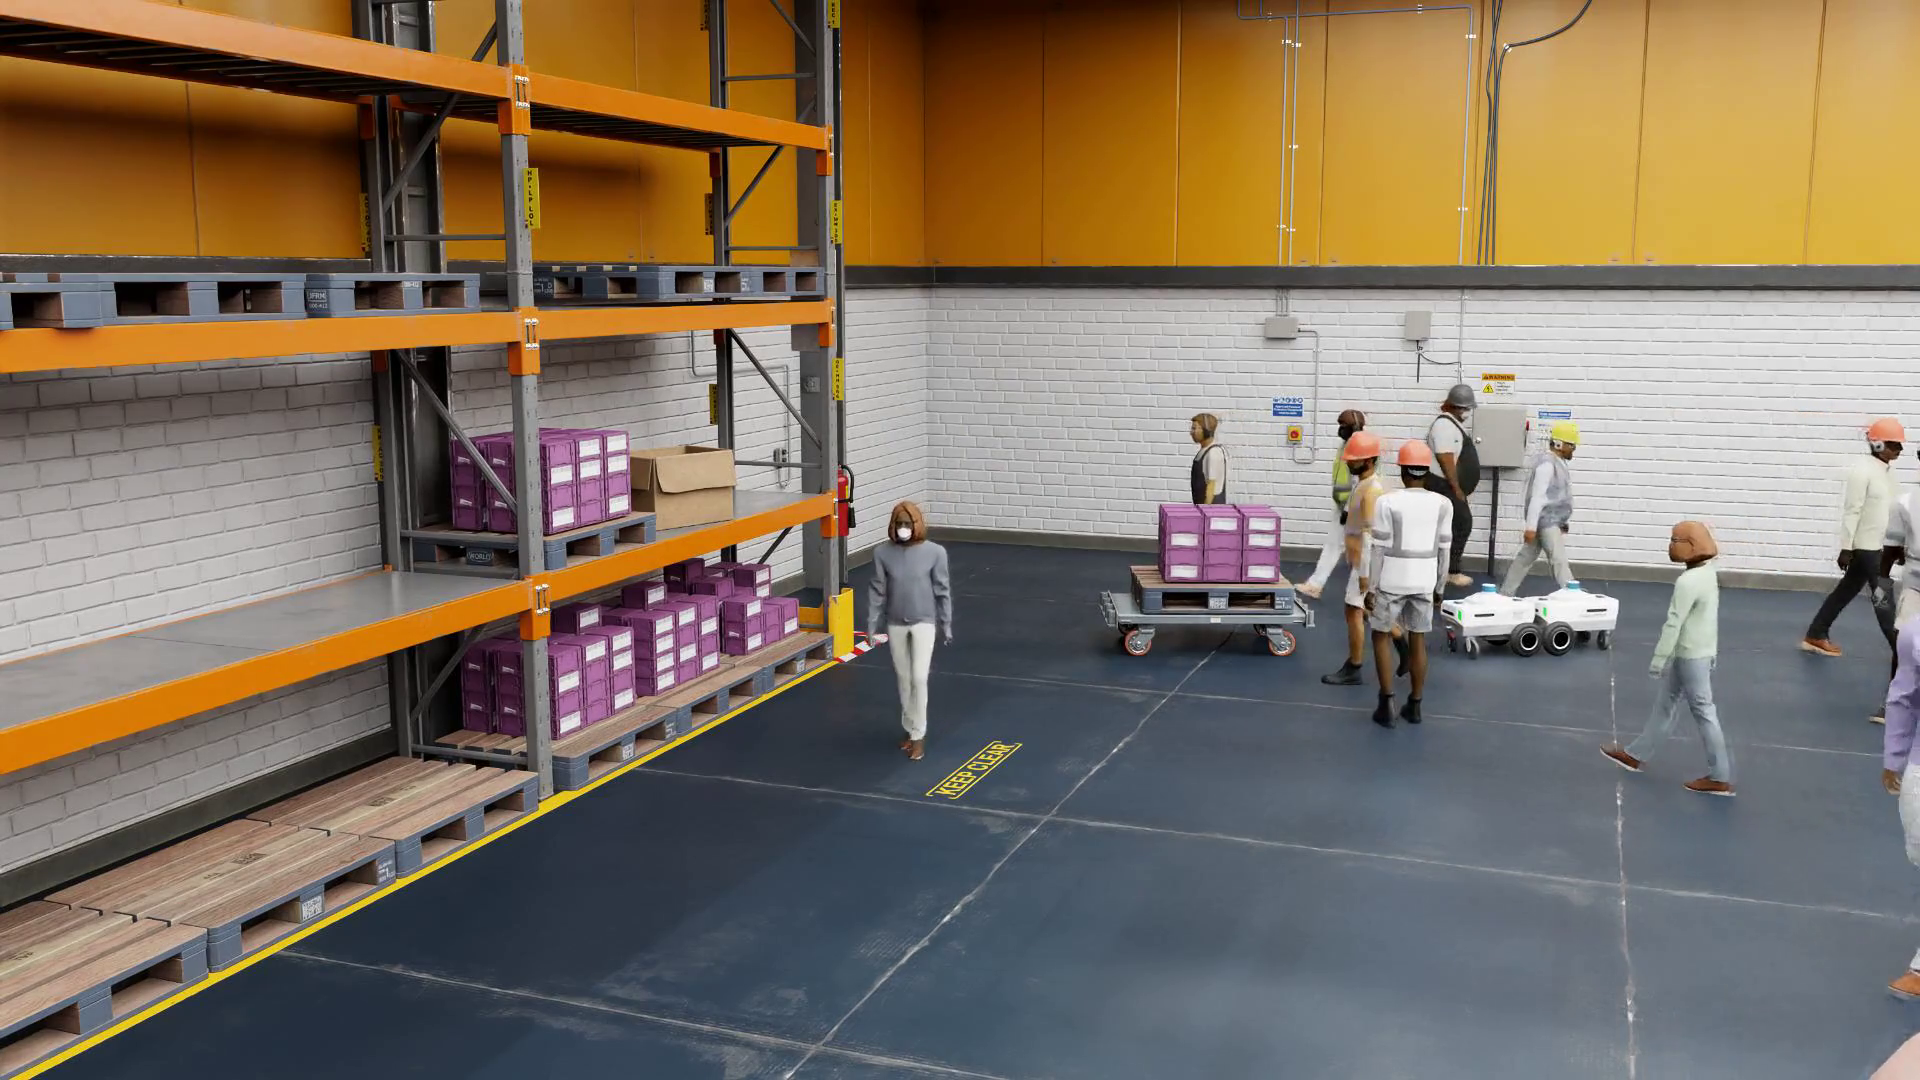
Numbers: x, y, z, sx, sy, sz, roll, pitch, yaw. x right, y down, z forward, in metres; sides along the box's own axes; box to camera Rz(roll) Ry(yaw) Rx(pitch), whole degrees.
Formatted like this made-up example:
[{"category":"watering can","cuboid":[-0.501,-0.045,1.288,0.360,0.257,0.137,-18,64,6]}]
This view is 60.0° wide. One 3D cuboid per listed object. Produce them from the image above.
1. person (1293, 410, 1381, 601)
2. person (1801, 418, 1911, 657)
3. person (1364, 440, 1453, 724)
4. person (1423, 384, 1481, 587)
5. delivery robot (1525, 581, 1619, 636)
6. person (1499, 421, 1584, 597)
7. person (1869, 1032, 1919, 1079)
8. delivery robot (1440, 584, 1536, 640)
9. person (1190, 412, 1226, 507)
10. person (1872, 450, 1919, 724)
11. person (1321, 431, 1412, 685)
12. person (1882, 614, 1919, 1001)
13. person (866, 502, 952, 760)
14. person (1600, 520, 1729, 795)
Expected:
[{"category":"person","cuboid":[3.577,-0.304,15.388,0.930,1.792,0.619,-2,9,-15]},{"category":"person","cuboid":[7.124,0.015,12.952,0.640,1.938,1.052,-8,12,-41]},{"category":"person","cuboid":[3.015,0.291,11.224,0.581,1.928,0.405,-1,9,-8]},{"category":"person","cuboid":[4.778,-0.551,16.177,0.641,2.000,0.705,4,10,24]},{"category":"delivery robot","cuboid":[4.955,0.573,13.478,0.707,0.478,0.477,-2,9,-12]},{"category":"person","cuboid":[5.222,-0.176,14.690,0.970,1.765,0.658,4,10,26]},{"category":"person","cuboid":[2.027,1.596,3.179,0.671,1.882,0.480,-3,9,-16]},{"category":"delivery robot","cuboid":[4.230,0.594,13.341,0.707,0.478,0.477,-2,9,-12]},{"category":"person","cuboid":[2.283,-0.253,15.043,0.894,1.816,0.531,-1,9,-8]},{"category":"person","cuboid":[6.587,0.306,11.129,0.840,1.939,0.581,8,12,41]},{"category":"person","cuboid":[3.046,0.146,12.202,0.642,1.918,0.554,2,9,10]},{"category":"person","cuboid":[4.283,0.966,7.074,0.807,1.914,0.635,-5,10,-29]},{"category":"person","cuboid":[-0.344,0.569,10.456,0.533,1.609,0.644,2,9,15]},{"category":"person","cuboid":[4.207,0.676,9.835,0.817,1.589,0.526,7,11,36]}]
